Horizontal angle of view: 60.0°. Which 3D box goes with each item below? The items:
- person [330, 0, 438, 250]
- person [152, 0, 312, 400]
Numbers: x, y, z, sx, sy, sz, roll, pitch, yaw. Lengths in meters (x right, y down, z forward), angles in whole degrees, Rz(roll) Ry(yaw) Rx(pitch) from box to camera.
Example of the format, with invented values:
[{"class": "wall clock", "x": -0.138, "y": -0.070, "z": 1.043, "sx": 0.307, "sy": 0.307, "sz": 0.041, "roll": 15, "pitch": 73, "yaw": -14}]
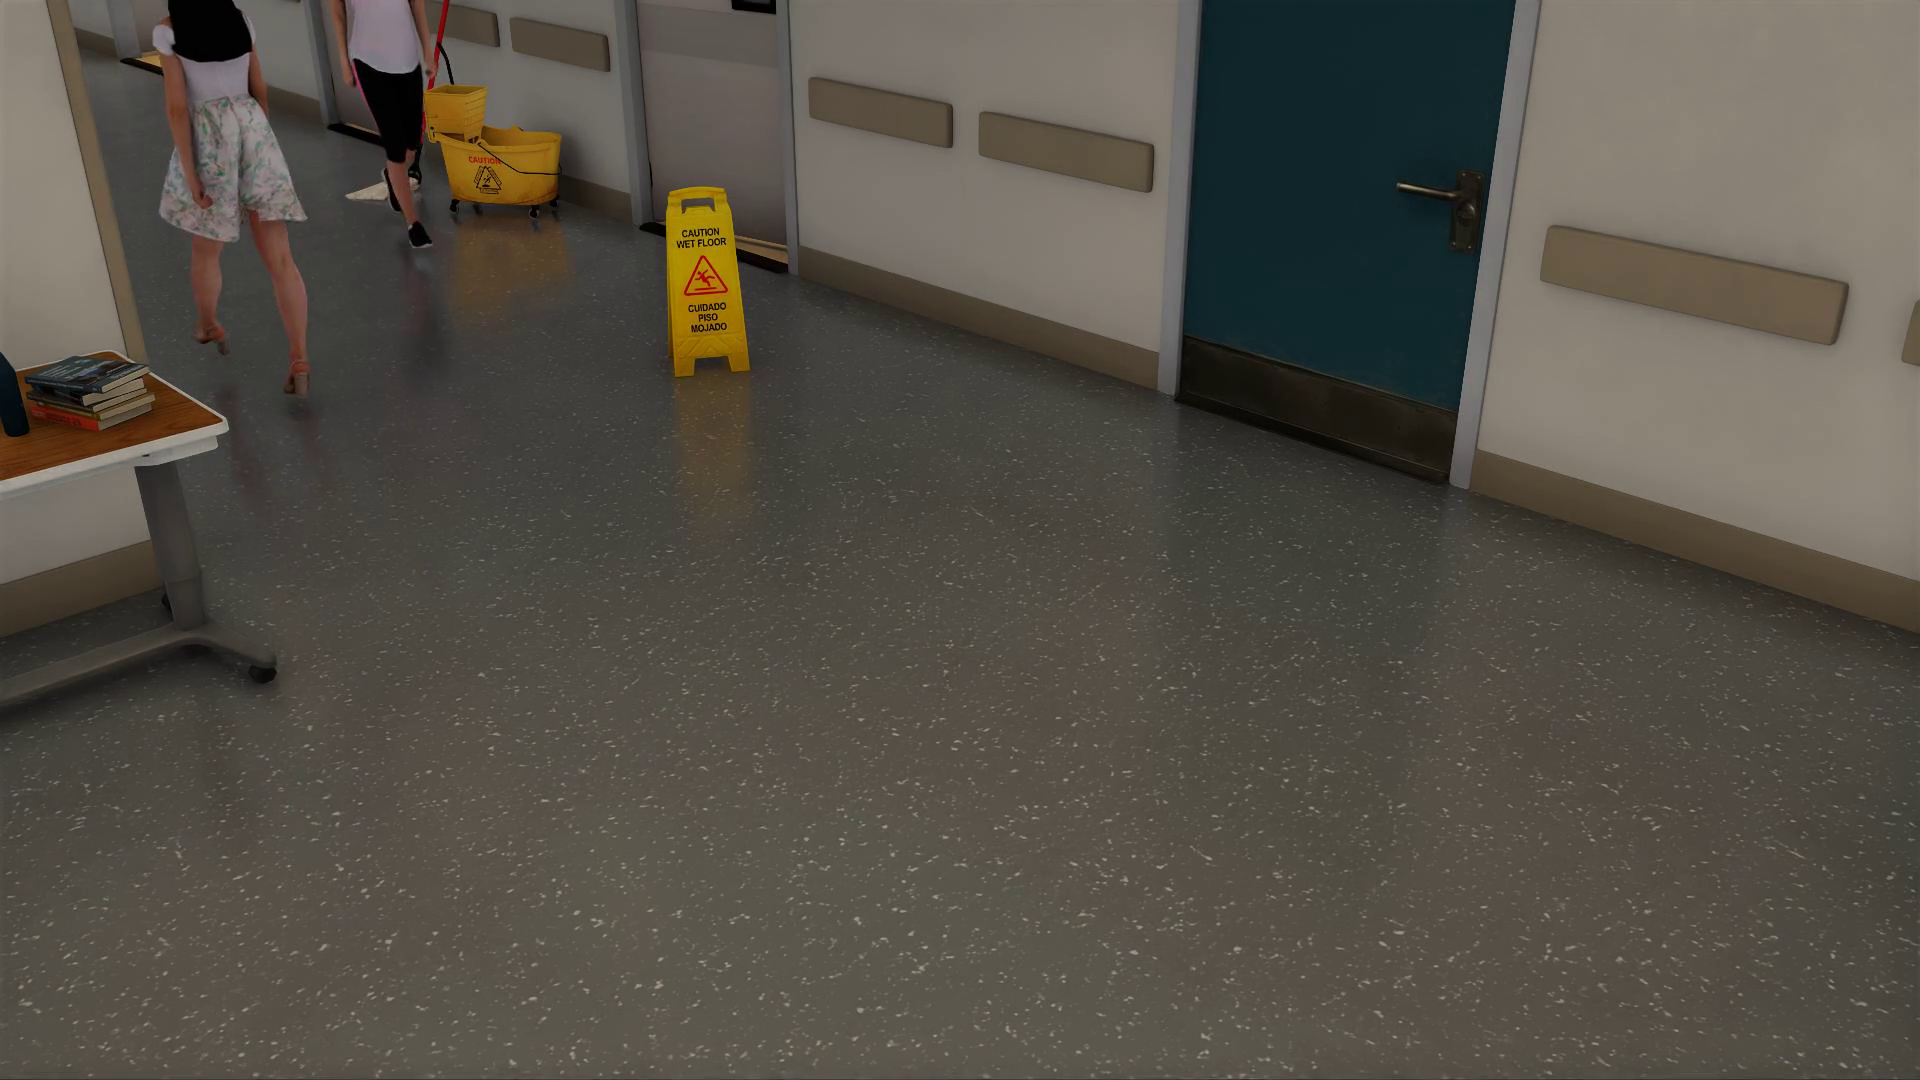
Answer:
[{"class": "person", "x": -2.952, "y": -2.426, "z": 8.561, "sx": 0.778, "sy": 1.760, "sz": 1.170, "roll": -15, "pitch": 29, "yaw": -28}, {"class": "person", "x": -2.754, "y": -1.379, "z": 6.427, "sx": 0.633, "sy": 1.728, "sz": 1.165, "roll": -22, "pitch": 33, "yaw": -38}]
